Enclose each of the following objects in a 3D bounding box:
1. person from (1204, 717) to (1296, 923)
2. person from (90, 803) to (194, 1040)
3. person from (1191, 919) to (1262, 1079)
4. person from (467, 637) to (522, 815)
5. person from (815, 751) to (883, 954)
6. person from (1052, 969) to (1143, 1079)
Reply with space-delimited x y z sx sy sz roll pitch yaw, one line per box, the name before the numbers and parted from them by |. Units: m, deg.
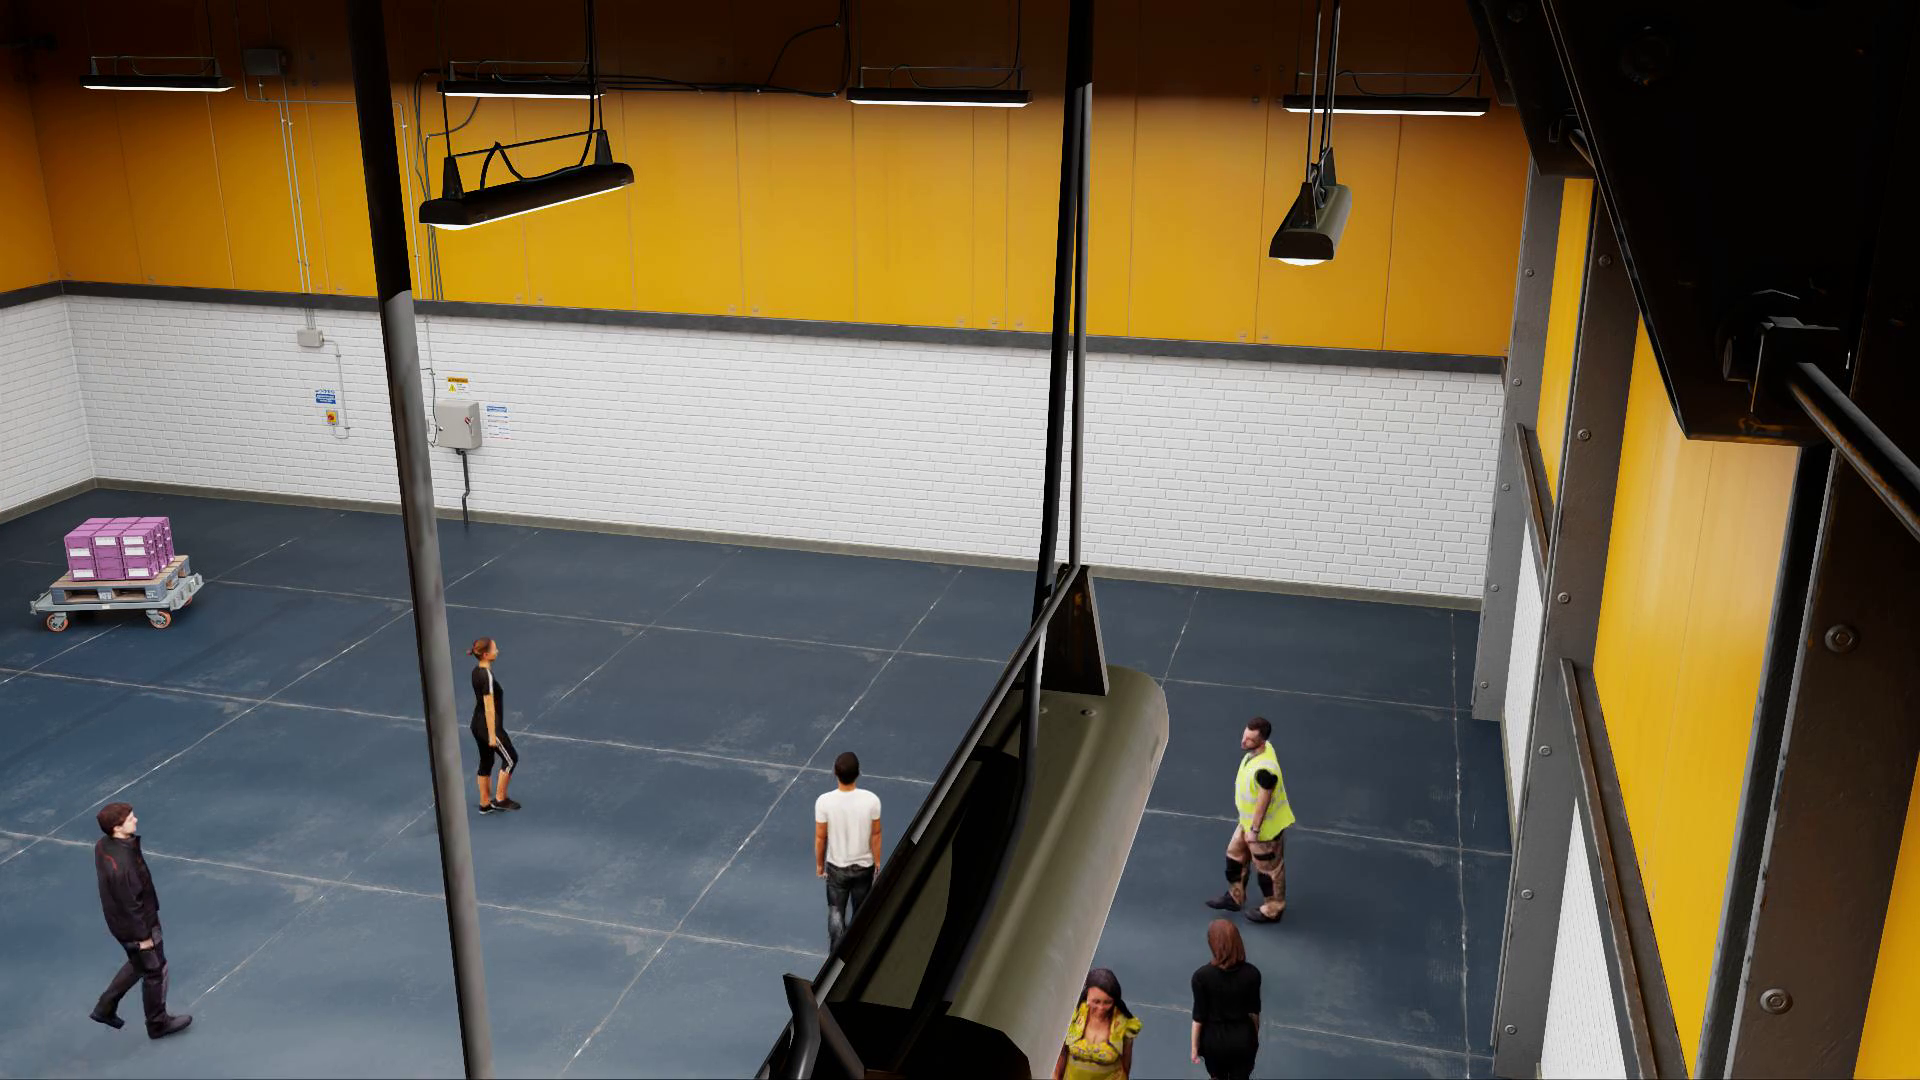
person | 2.366 2.171 12.946 0.943 1.810 0.922 2 19 5
person | -5.787 2.664 11.467 1.020 1.820 0.947 -15 24 -37
person | 1.652 3.180 10.198 0.755 1.651 1.100 1 19 2
person | -4.238 1.666 14.688 0.784 1.655 0.721 -10 21 -27
person | -0.814 2.420 12.241 0.830 1.789 1.022 -1 19 -4
person | 0.786 3.264 10.019 0.868 1.607 1.271 2 19 6
